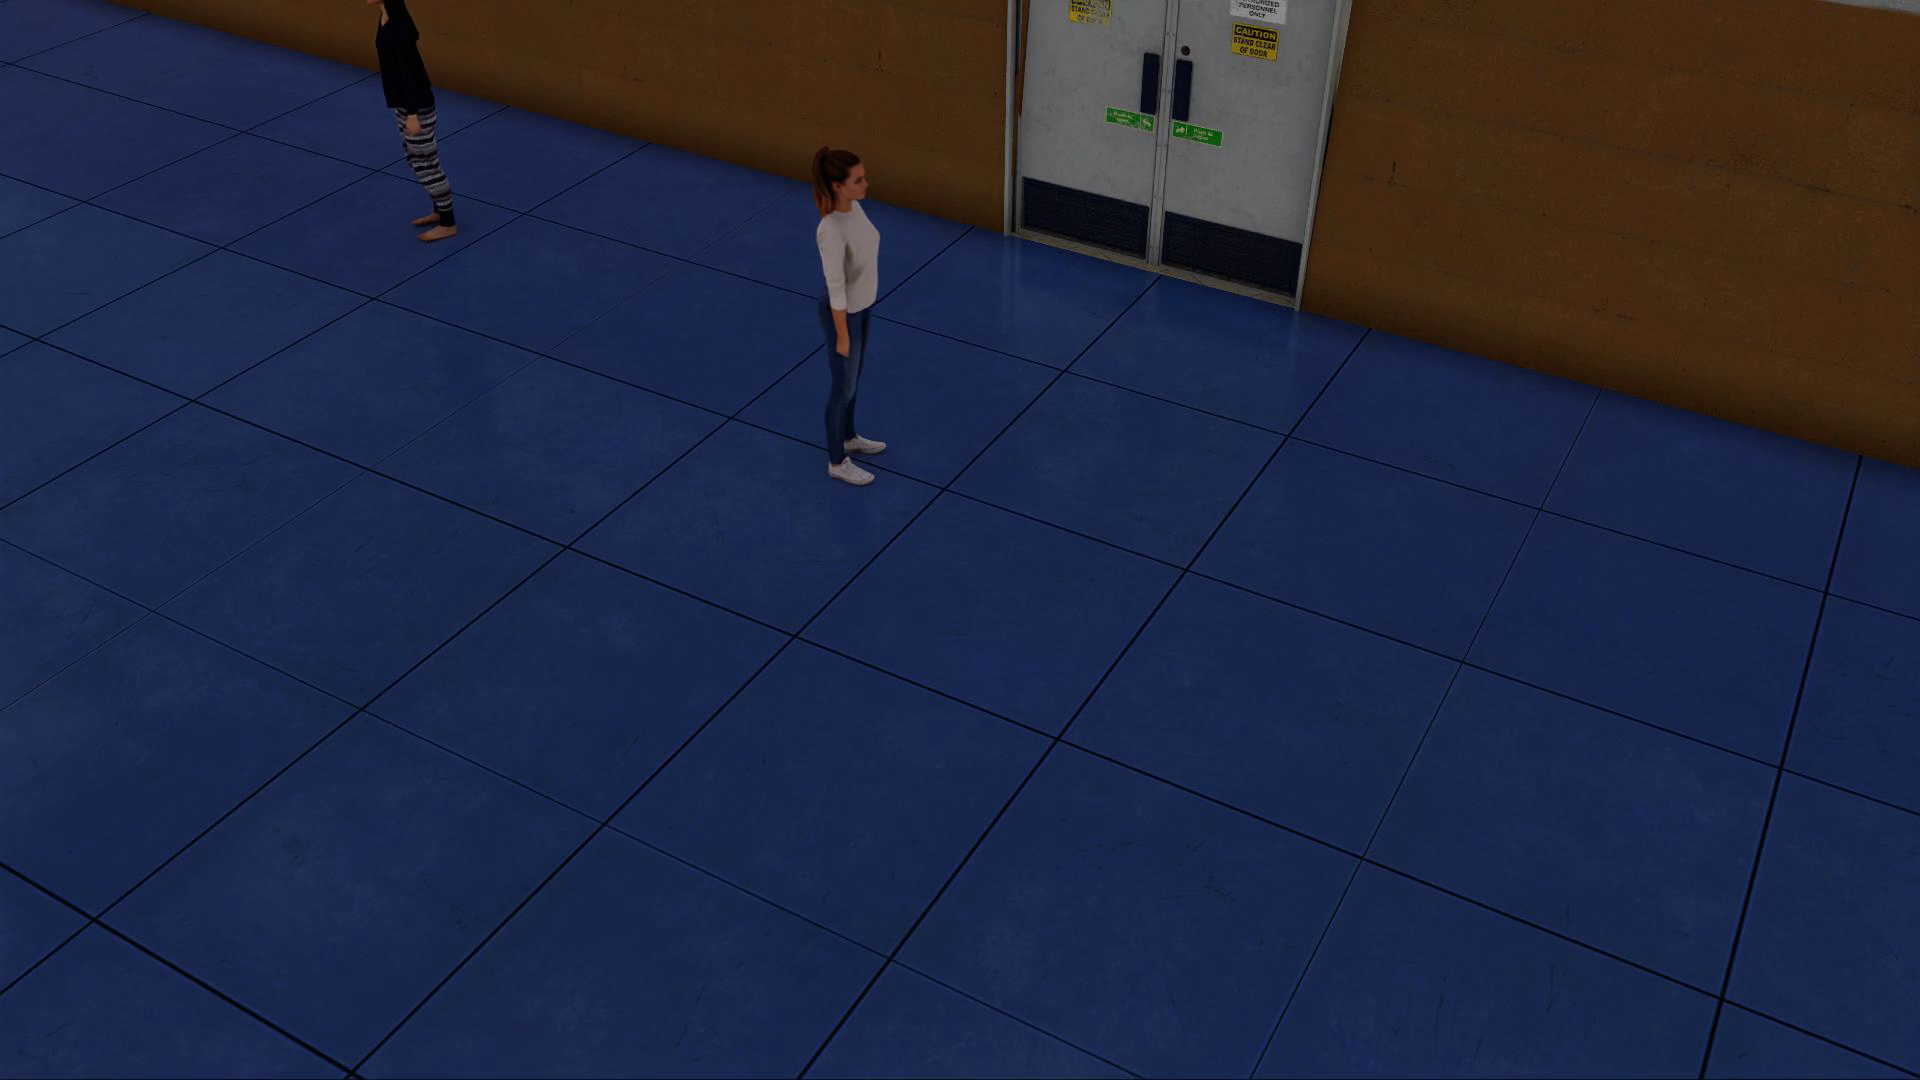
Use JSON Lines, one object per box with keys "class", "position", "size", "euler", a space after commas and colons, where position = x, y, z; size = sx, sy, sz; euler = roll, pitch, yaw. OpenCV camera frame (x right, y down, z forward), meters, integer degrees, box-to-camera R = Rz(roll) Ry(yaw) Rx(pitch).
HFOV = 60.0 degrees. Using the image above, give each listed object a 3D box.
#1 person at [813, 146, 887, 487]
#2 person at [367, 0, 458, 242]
{"class": "person", "position": [-0.559, -1.096, 8.120], "size": [0.725, 1.719, 0.564], "euler": [7, 37, 10]}
{"class": "person", "position": [-3.374, -2.705, 10.252], "size": [0.687, 1.734, 0.676], "euler": [-17, 40, -22]}
